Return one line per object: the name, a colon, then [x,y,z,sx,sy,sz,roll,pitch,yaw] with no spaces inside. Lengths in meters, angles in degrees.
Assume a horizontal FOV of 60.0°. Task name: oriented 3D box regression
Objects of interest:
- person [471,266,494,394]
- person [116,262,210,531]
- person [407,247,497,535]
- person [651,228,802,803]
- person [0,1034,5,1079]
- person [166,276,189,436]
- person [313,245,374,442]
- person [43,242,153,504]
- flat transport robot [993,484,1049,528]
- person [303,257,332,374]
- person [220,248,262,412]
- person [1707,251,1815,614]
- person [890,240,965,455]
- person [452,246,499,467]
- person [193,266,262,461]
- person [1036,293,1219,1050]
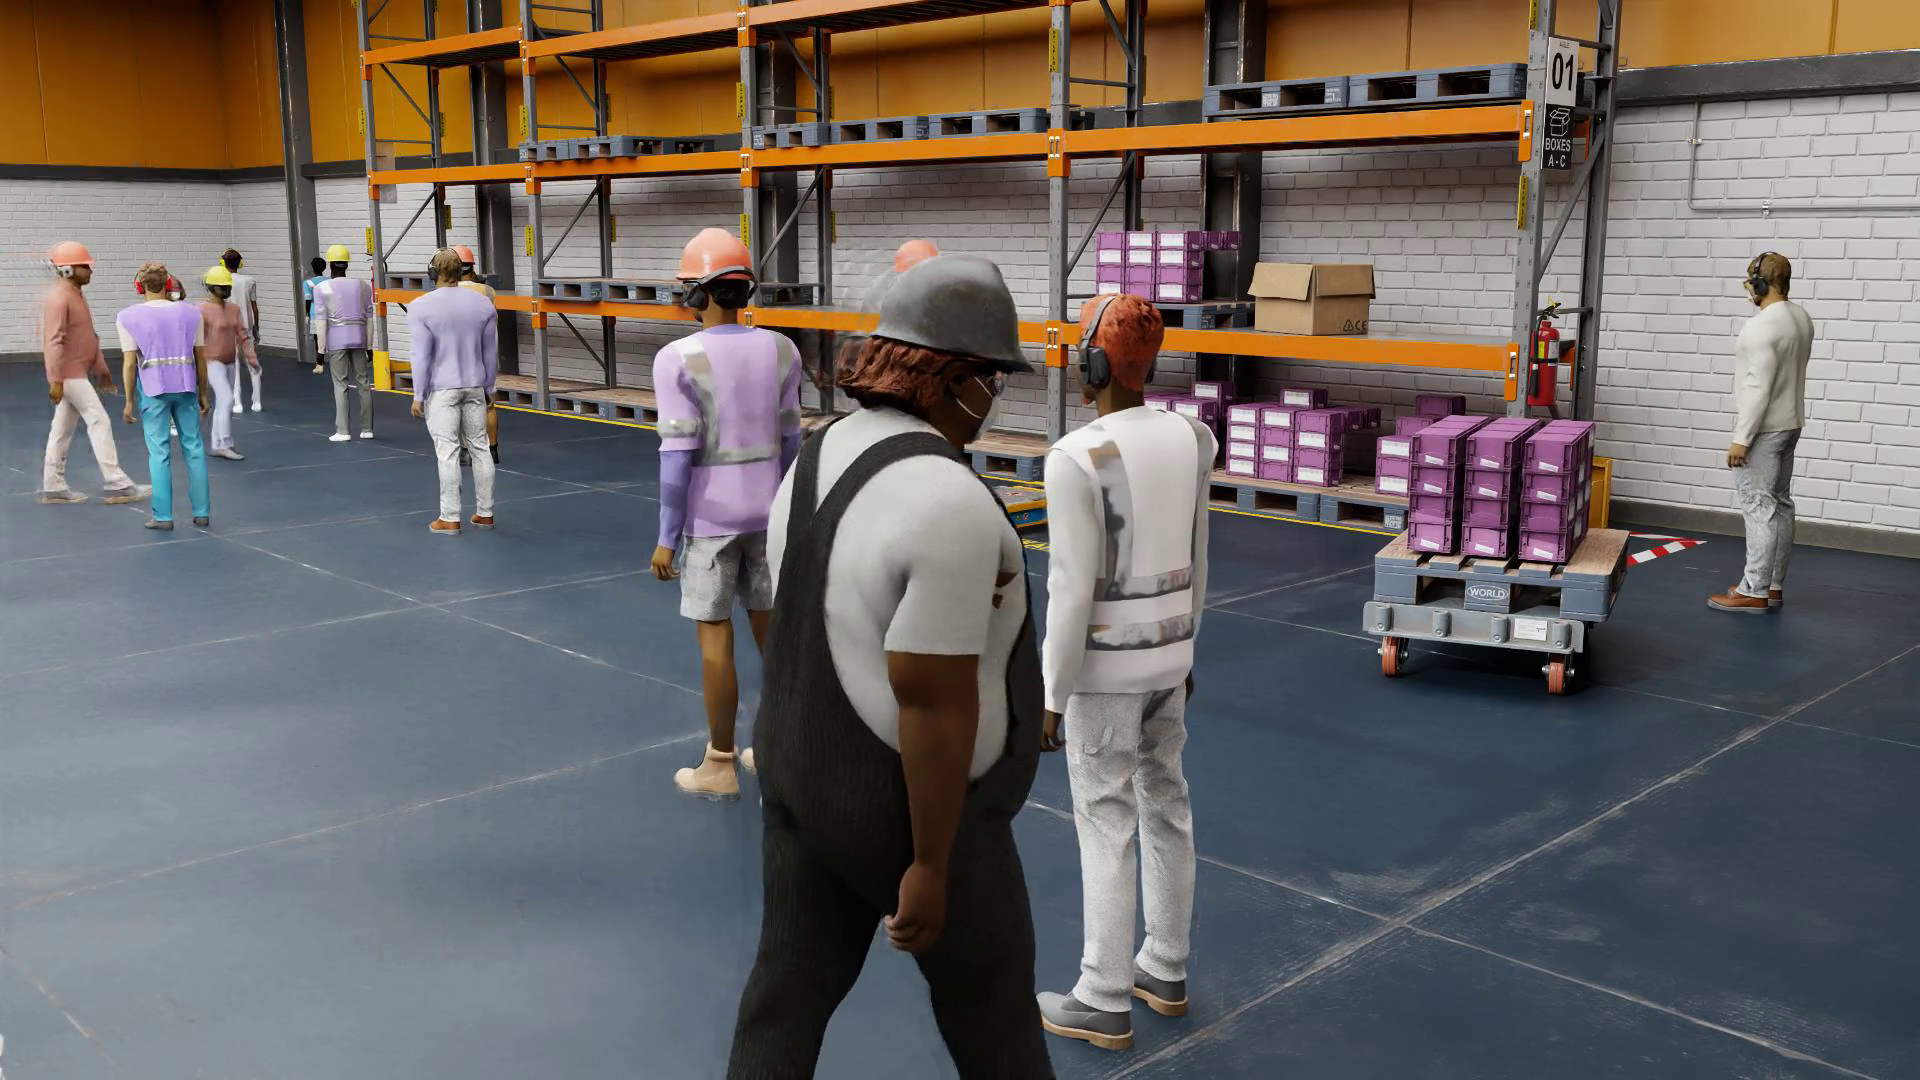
person: [-5.636,-2.344,19.158,0.483,1.737,0.311,-10,14,-43]
person: [-5.445,-0.977,11.423,0.563,1.838,0.389,-10,14,-43]
person: [-3.434,-1.004,11.298,0.627,1.940,0.371,-10,14,-43]
person: [-0.843,-0.080,5.970,0.605,2.045,0.382,-10,14,-43]
person: [-2.391,0.436,3.594,0.572,1.884,0.355,-10,14,-43]
person: [-7.902,-1.847,16.766,0.412,1.616,0.519,5,11,25]
person: [-6.049,-1.926,16.355,0.584,1.928,0.374,-10,14,-43]
person: [-6.542,-1.242,12.531,0.932,1.960,0.618,-4,11,-19]
flat transport robot: [0.217,-0.201,11.467,1.431,0.197,0.652,-10,14,-44]
person: [-9.369,-3.295,24.446,0.529,1.697,0.321,-10,14,-43]
person: [-8.288,-2.394,19.076,0.517,1.869,0.328,-10,14,-43]
person: [4.317,-0.568,8.934,0.627,1.935,0.371,-10,14,-43]
person: [-0.201,-0.549,8.661,0.608,1.996,0.381,-10,14,-43]
person: [-4.322,-1.609,14.623,0.542,1.930,0.374,-10,14,-43]
person: [-6.598,-1.577,14.963,0.640,1.742,0.553,3,11,16]
person: [0.400,0.332,4.167,0.572,1.883,0.355,-10,14,-43]
